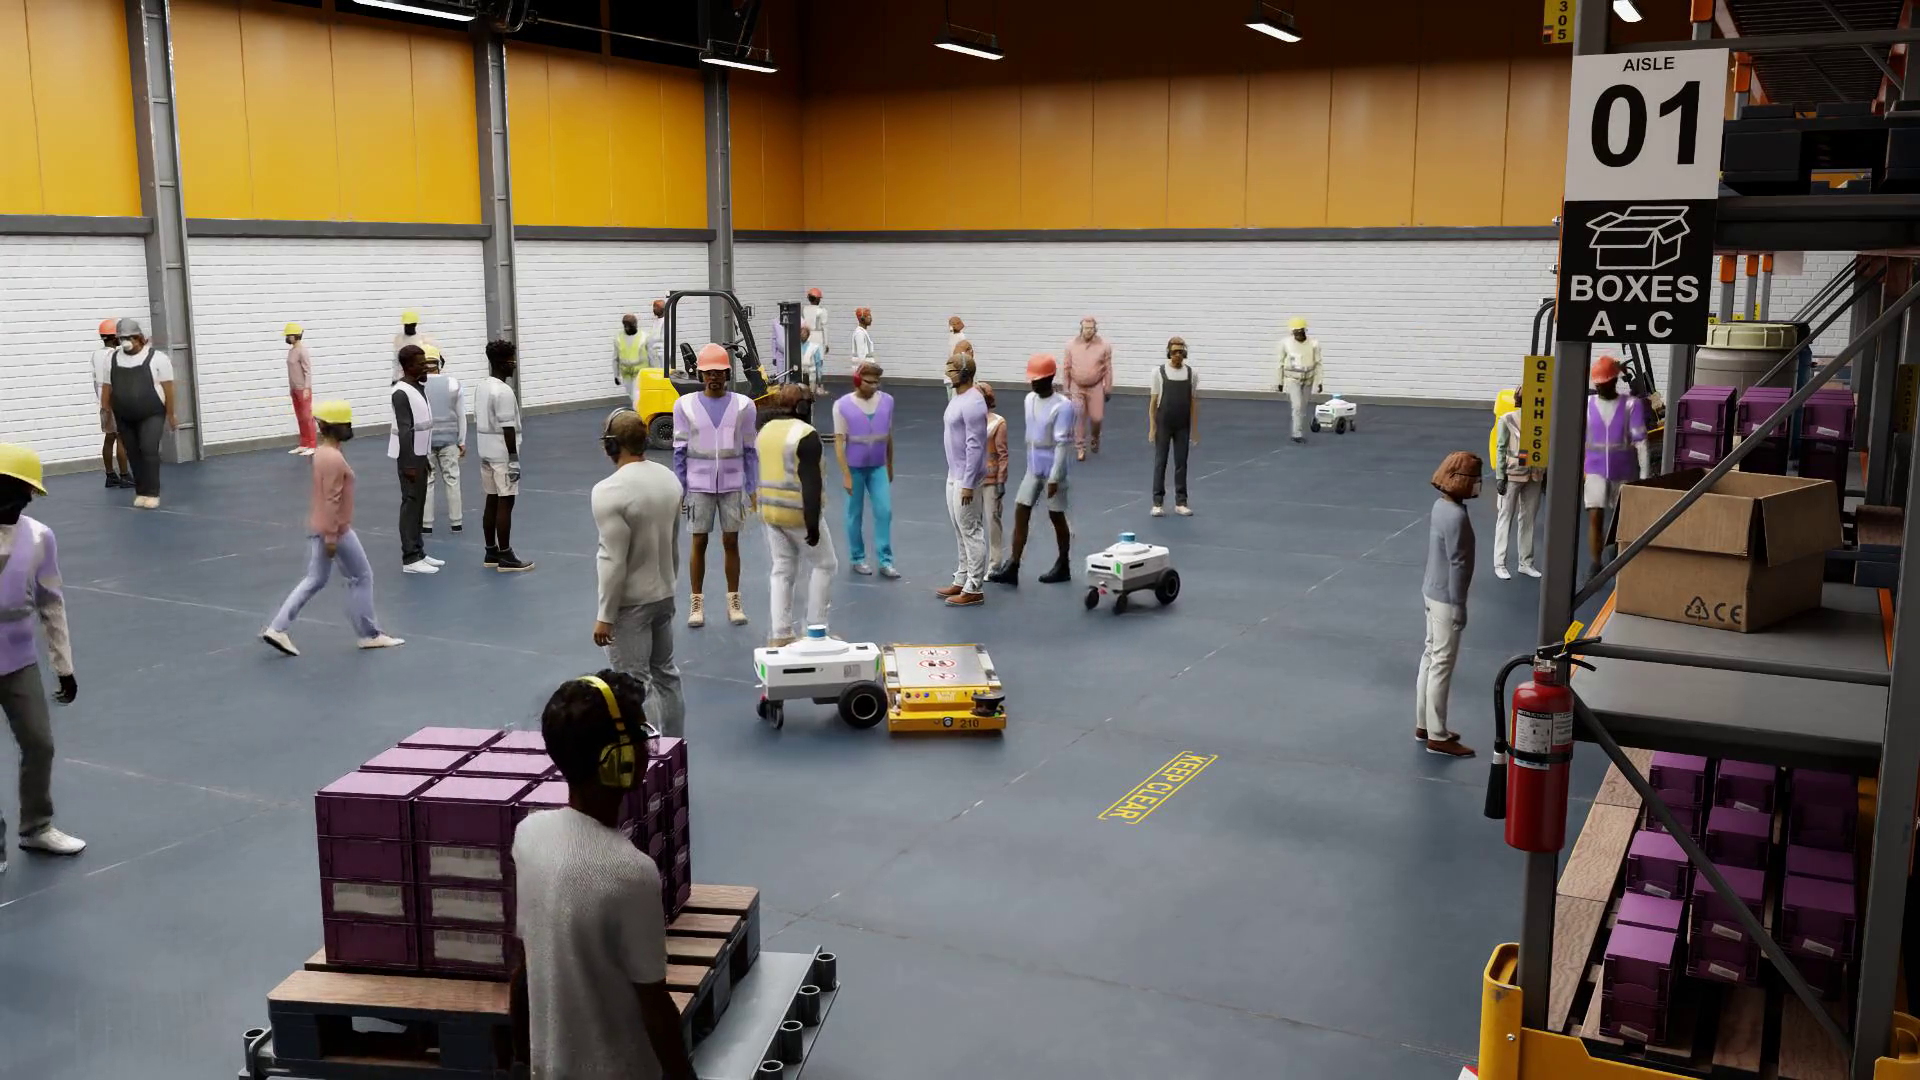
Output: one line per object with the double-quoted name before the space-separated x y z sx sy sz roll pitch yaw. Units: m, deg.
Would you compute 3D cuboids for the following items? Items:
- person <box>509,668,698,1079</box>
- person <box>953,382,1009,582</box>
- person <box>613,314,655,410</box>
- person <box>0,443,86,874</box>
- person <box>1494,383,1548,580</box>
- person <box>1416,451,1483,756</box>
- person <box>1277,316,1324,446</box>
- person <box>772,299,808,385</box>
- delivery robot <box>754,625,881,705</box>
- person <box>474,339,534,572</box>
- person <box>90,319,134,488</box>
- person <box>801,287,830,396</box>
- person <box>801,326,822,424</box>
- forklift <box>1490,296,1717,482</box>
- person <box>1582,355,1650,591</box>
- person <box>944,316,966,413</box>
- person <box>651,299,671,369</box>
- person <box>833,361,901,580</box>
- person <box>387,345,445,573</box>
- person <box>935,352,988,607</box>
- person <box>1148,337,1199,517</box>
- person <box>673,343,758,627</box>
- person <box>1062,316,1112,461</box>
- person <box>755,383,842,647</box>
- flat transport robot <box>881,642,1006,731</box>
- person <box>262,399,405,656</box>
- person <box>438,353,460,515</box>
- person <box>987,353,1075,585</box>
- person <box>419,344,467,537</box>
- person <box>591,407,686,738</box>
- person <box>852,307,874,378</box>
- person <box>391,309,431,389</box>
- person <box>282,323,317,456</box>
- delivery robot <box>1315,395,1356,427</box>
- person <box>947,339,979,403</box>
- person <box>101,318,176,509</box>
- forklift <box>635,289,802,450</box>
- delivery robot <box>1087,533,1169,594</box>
"person" -0.793 1.181 3.527 0.959 1.830 0.519 -7 12 -36
"person" 0.181 -0.479 13.667 0.514 1.639 0.314 9 13 41
"person" -4.888 -2.513 25.045 0.631 1.797 0.989 2 10 10
"person" -4.156 0.532 7.133 0.392 1.883 0.661 8 13 40
"person" 4.647 -0.495 13.755 0.513 1.641 0.307 -3 10 -17
"person" 2.645 0.333 8.980 0.286 1.632 0.501 1 10 5
"person" 4.783 -2.214 23.244 0.563 1.802 0.581 -2 10 -13
"person" -2.898 -3.109 28.128 0.642 1.905 0.399 3 10 19
"delivery robot" -0.819 0.731 9.525 0.707 0.478 0.477 -2 10 -12
"person" -3.889 -0.718 14.104 0.362 1.963 0.614 -8 12 -37
"person" -9.659 -1.558 19.044 0.543 1.940 0.361 6 11 30
"person" -2.737 -3.749 31.435 0.614 2.038 0.395 5 11 25
"person" -2.333 -2.399 24.906 0.536 1.595 0.783 -1 10 -7
"forklift" 7.296 -1.677 18.993 2.313 2.155 1.214 5 11 27
"person" 5.299 -0.575 13.534 0.605 1.887 0.981 5 11 25
"person" -0.079 -2.912 27.788 0.297 1.632 0.532 -6 11 -30
"person" -5.161 -3.224 28.848 0.337 1.882 0.585 -9 13 -41
"person" -0.744 -0.565 13.679 0.592 1.796 0.783 -6 11 -29
"person" -4.617 -0.686 14.054 0.392 1.920 0.587 -1 10 -7
"person" 0.027 -0.465 12.718 0.372 1.940 0.629 -2 10 -12
"person" 2.176 -1.146 16.972 0.559 1.837 0.391 -1 10 -7
"person" -1.754 -0.391 11.985 0.605 2.045 0.377 -2 10 -13
"person" 1.651 -1.978 21.637 0.641 1.886 0.552 1 10 6
"person" -1.073 -0.148 11.238 0.615 1.814 0.642 -9 13 -43
"flat transport robot" -0.123 0.850 9.929 0.652 0.197 1.431 -1 10 -4
"person" -4.255 -0.081 11.124 0.868 1.731 0.525 -7 12 -33
"person" -5.370 -1.092 17.067 0.535 1.695 0.318 1 10 3
"person" 0.602 -0.544 13.307 0.907 1.891 0.567 -8 13 -39
"person" -4.990 -0.943 15.807 0.587 1.828 0.404 -5 11 -25
"person" -1.589 0.315 8.205 0.359 1.936 0.632 4 11 24
"person" -1.428 -2.496 24.636 0.353 1.883 0.578 -1 10 -4
"person" -7.729 -2.328 23.630 0.607 1.904 0.731 3 10 18
"person" -8.799 -2.003 22.123 0.330 1.767 0.528 -9 13 -42
"delivery robot" 5.643 -1.932 24.941 0.477 0.478 0.707 9 13 42
"person" 0.050 -1.632 20.347 0.499 1.636 0.285 9 13 42
"person" -8.673 -1.333 17.448 0.699 2.000 0.802 -1 10 -4
"forklift" -3.358 -2.392 23.136 2.313 2.155 1.214 -1 10 -5
"delivery robot" 1.279 0.188 12.666 0.477 0.478 0.707 8 13 40
